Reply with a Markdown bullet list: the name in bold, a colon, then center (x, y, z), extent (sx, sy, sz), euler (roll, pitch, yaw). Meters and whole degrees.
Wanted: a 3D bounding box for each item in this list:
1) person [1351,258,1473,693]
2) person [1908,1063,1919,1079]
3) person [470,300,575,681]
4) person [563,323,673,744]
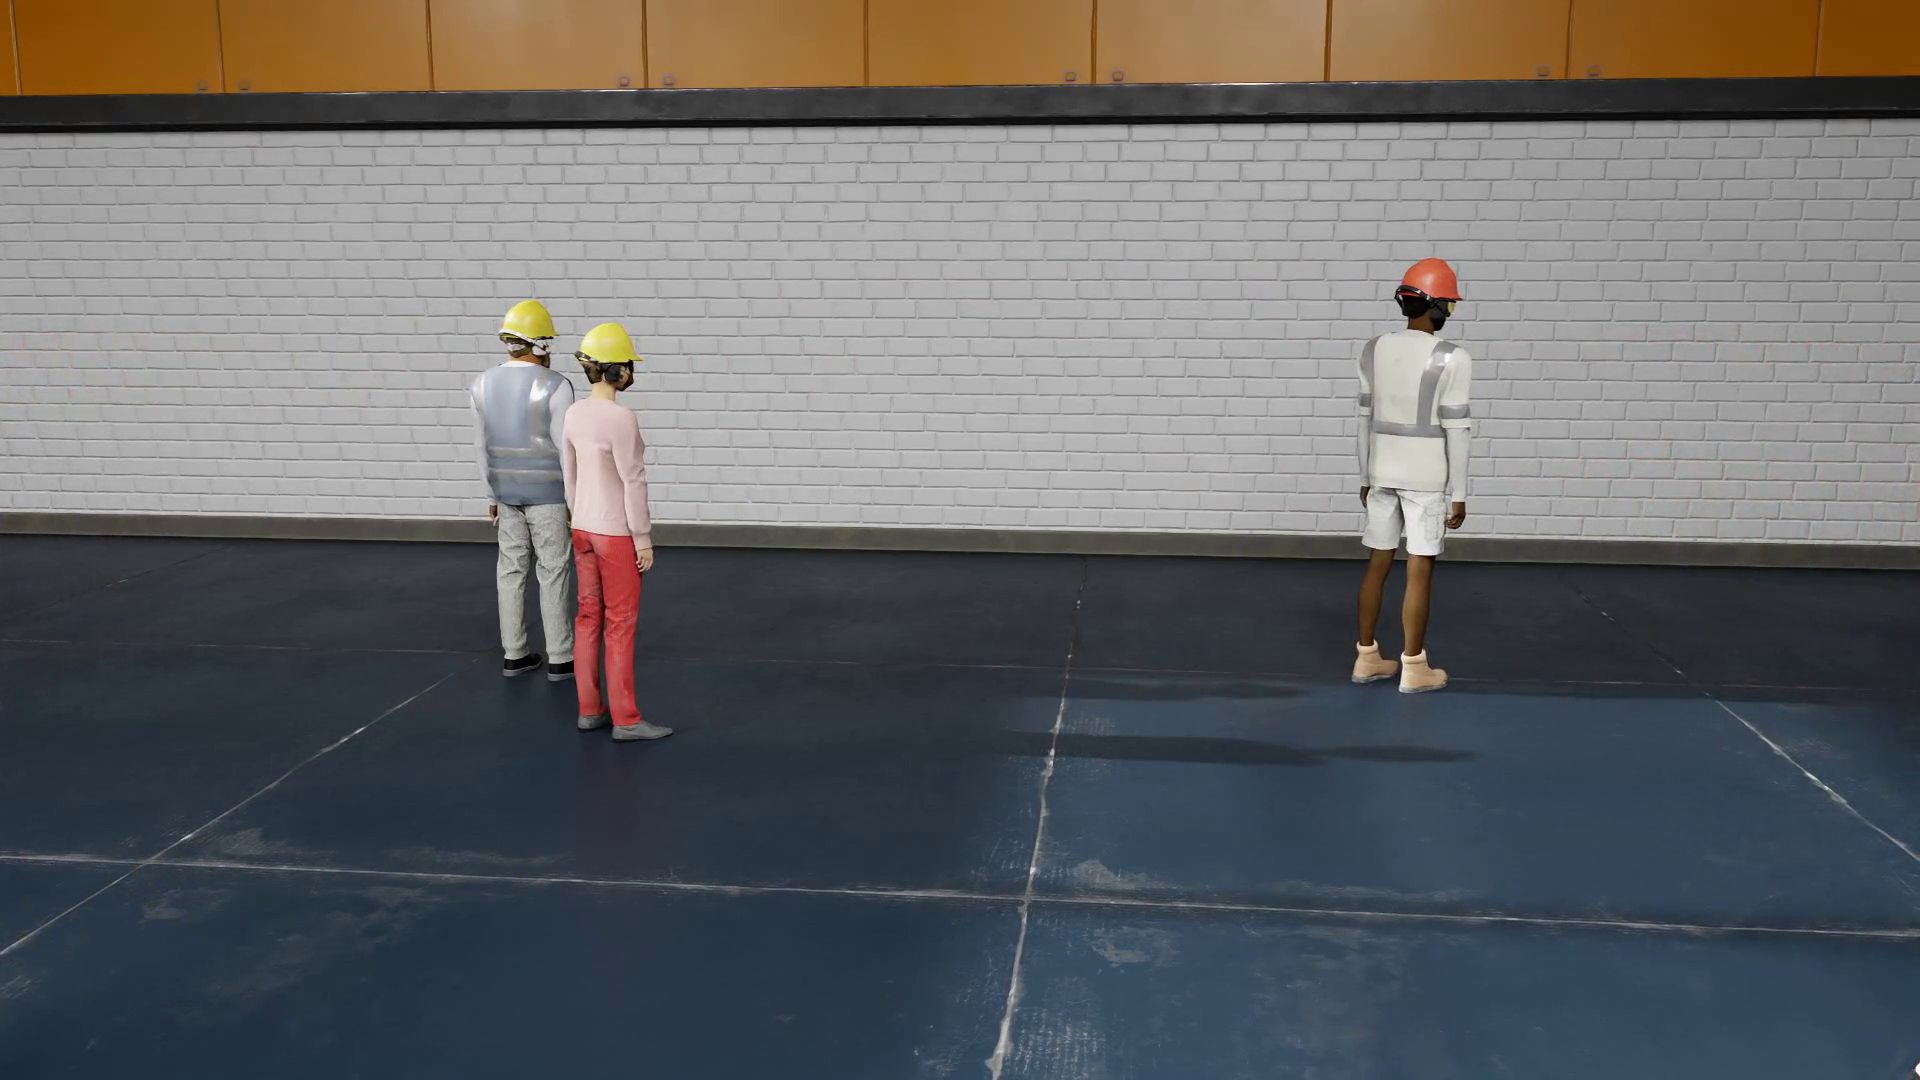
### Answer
- **person**: center (2.134, -0.291, 7.820), extent (0.396, 2.039, 0.607), euler (-8, 13, -39)
- **person**: center (2.731, 0.493, 3.818), extent (0.983, 1.864, 0.662), euler (1, 10, 8)
- **person**: center (-2.051, -0.232, 8.035), extent (0.591, 1.833, 0.403), euler (4, 11, 23)
- **person**: center (-1.472, -0.027, 7.051), extent (0.315, 1.769, 0.523), euler (-10, 14, -44)
